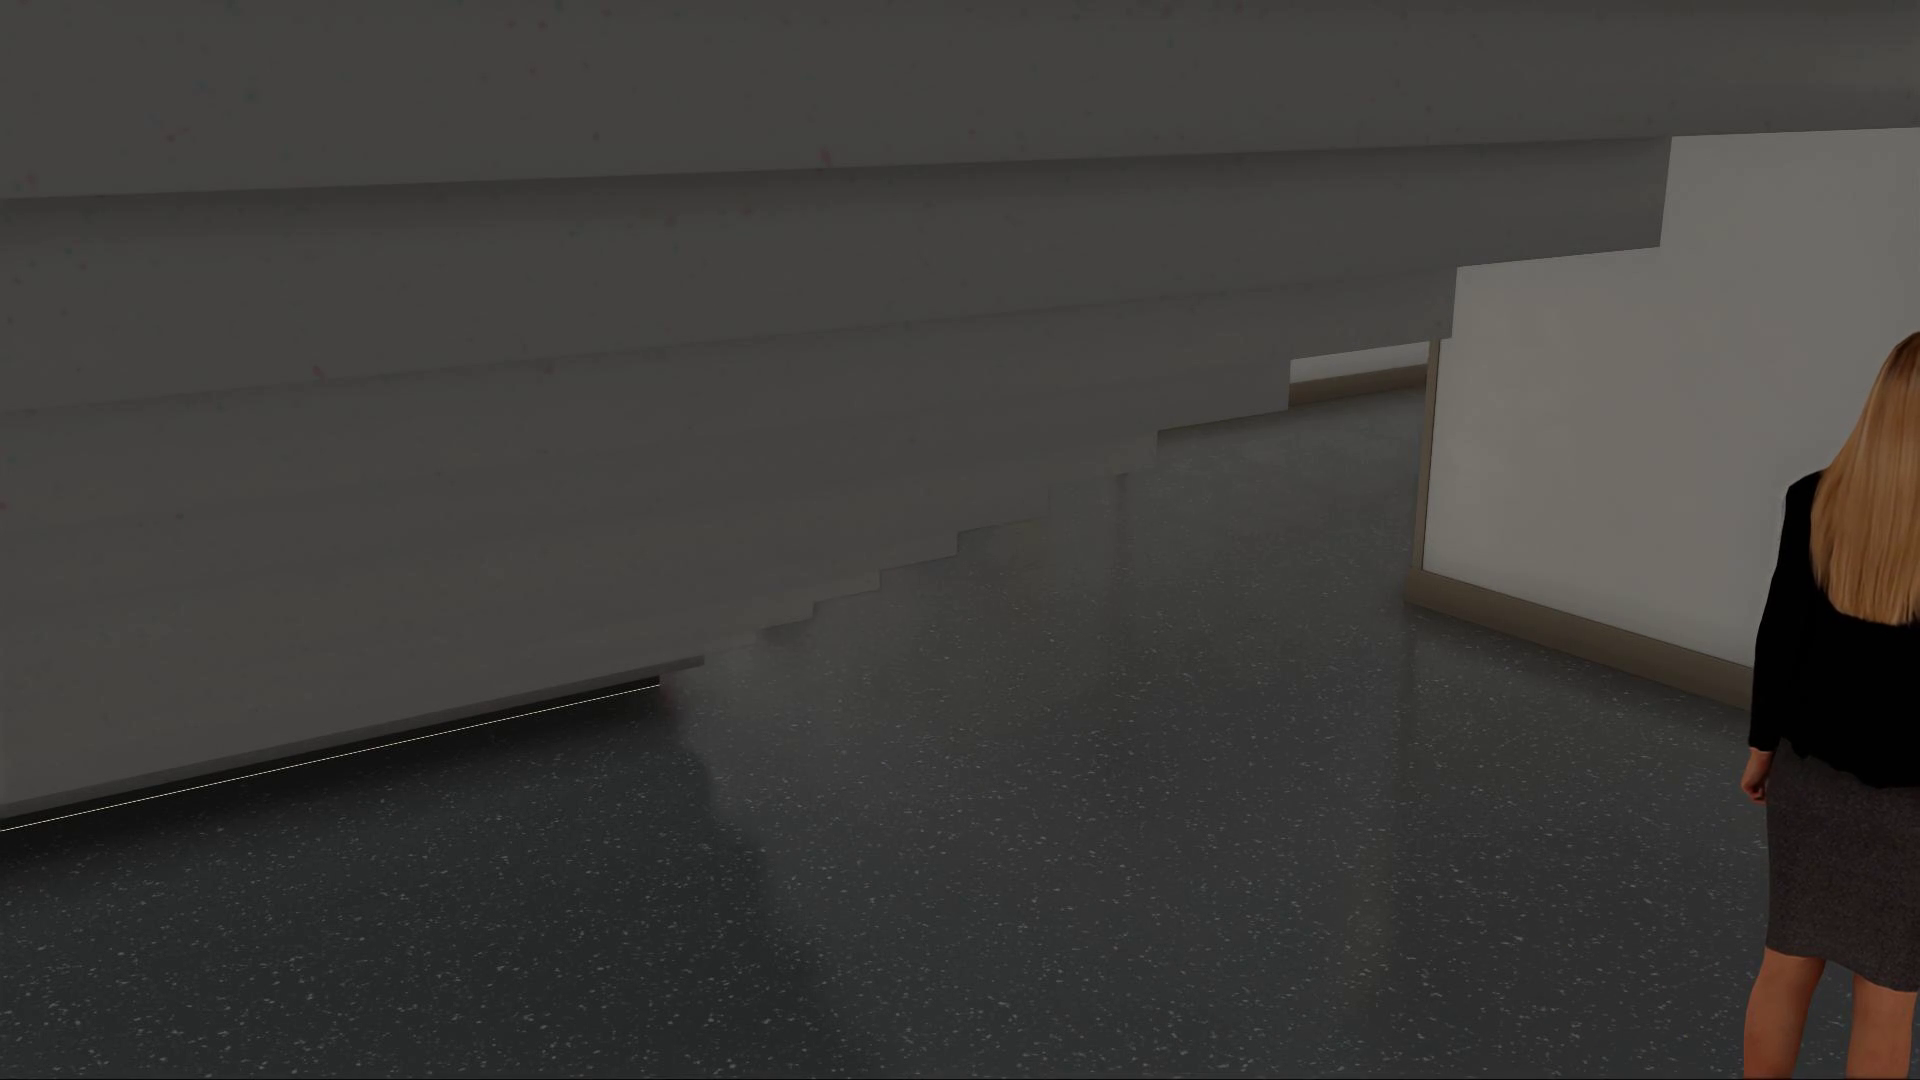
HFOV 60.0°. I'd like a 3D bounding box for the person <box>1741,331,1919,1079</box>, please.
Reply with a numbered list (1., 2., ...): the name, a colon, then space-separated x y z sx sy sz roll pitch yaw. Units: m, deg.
1. person: 1.721 0.510 3.170 0.538 1.842 0.714 15 22 42
